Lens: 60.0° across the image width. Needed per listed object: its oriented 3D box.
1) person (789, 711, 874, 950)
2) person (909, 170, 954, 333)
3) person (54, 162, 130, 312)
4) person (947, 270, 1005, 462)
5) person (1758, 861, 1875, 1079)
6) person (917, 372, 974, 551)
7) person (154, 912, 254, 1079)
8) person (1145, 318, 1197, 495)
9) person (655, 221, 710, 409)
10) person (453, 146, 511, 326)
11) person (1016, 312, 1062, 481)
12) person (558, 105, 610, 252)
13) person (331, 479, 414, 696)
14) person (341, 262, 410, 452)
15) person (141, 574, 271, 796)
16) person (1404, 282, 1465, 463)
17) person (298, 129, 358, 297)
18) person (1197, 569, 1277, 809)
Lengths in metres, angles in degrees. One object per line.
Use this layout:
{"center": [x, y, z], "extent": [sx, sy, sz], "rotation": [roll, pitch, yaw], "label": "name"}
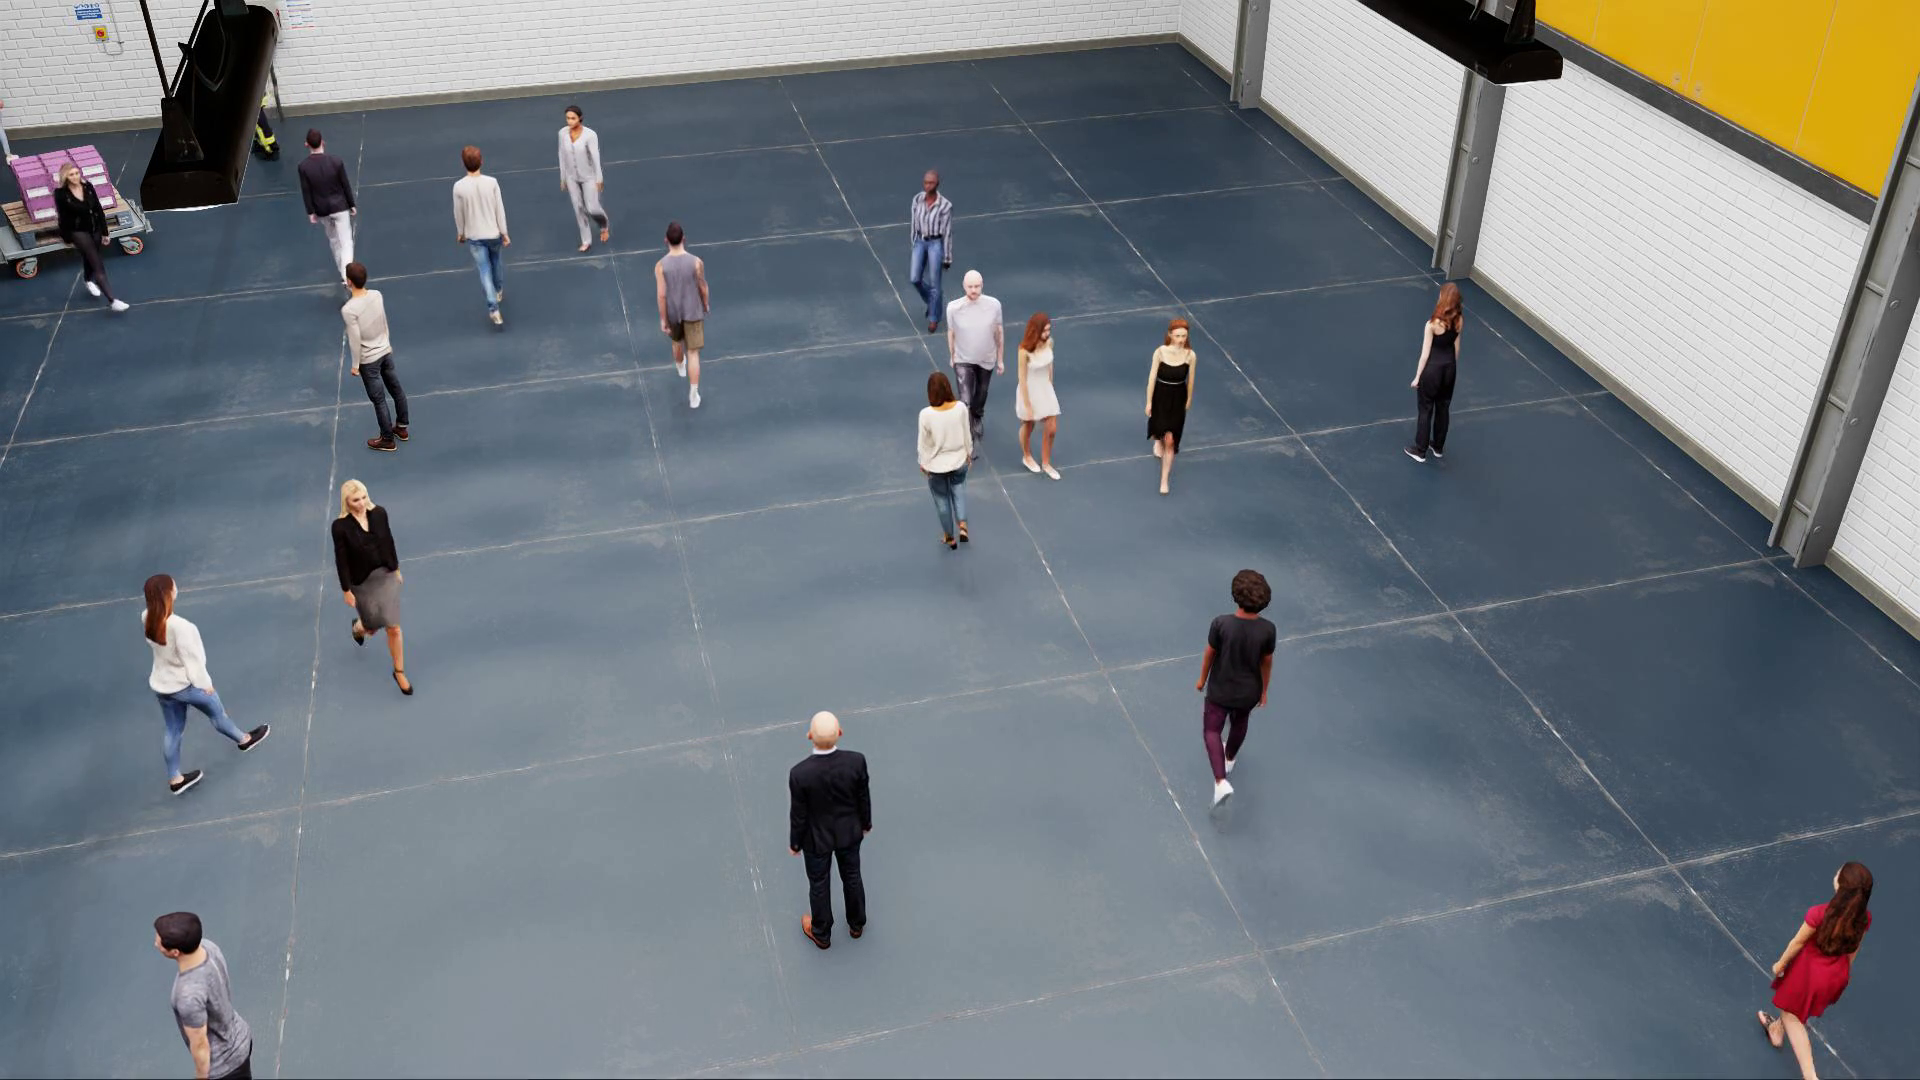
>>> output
{"center": [-0.793, 1.782, 10.203], "extent": [0.713, 1.800, 0.614], "rotation": [-13, 36, -18], "label": "person"}
{"center": [-0.275, -3.066, 17.514], "extent": [0.793, 1.780, 0.843], "rotation": [15, 36, 21], "label": "person"}
{"center": [-9.493, -3.307, 18.010], "extent": [1.209, 1.633, 1.076], "rotation": [24, 40, 31], "label": "person"}
{"center": [0.142, -1.691, 15.452], "extent": [0.761, 1.773, 1.246], "rotation": [-5, 34, -7], "label": "person"}
{"center": [4.861, 2.482, 9.391], "extent": [0.623, 1.531, 0.993], "rotation": [-4, 34, -6], "label": "person"}
{"center": [-0.099, -0.600, 13.903], "extent": [0.629, 1.671, 0.636], "rotation": [-7, 34, -10], "label": "person"}
{"center": [-3.890, 2.680, 8.795], "extent": [0.735, 1.863, 0.522], "rotation": [-6, 34, -9], "label": "person"}
{"center": [1.878, -1.284, 15.000], "extent": [0.828, 1.594, 1.117], "rotation": [5, 34, 7], "label": "person"}
{"center": [-2.676, -2.145, 16.118], "extent": [0.752, 1.803, 1.164], "rotation": [-3, 34, -4], "label": "person"}
{"center": [-5.038, -3.179, 17.617], "extent": [0.744, 1.855, 1.207], "rotation": [-11, 35, -16], "label": "person"}
{"center": [0.620, -1.347, 15.023], "extent": [0.683, 1.675, 0.789], "rotation": [-21, 39, -28], "label": "person"}
{"center": [-4.365, -4.245, 19.339], "extent": [0.808, 1.724, 0.871], "rotation": [8, 34, 12], "label": "person"}
{"center": [-4.412, 0.317, 12.380], "extent": [1.087, 1.829, 0.914], "rotation": [29, 43, 36], "label": "person"}
{"center": [-5.418, -1.701, 15.382], "extent": [0.803, 1.868, 0.723], "rotation": [15, 36, 21], "label": "person"}
{"center": [-5.429, 1.047, 11.445], "extent": [1.033, 1.649, 1.088], "rotation": [20, 39, 28], "label": "person"}
{"center": [4.383, -1.539, 15.248], "extent": [0.592, 1.746, 0.517], "rotation": [-12, 35, -17], "label": "person"}
{"center": [-6.888, -3.580, 18.254], "extent": [0.688, 1.817, 1.127], "rotation": [-7, 34, -11], "label": "person"}
{"center": [1.879, 1.025, 11.375], "extent": [0.774, 1.764, 1.072], "rotation": [-1, 34, -2], "label": "person"}
